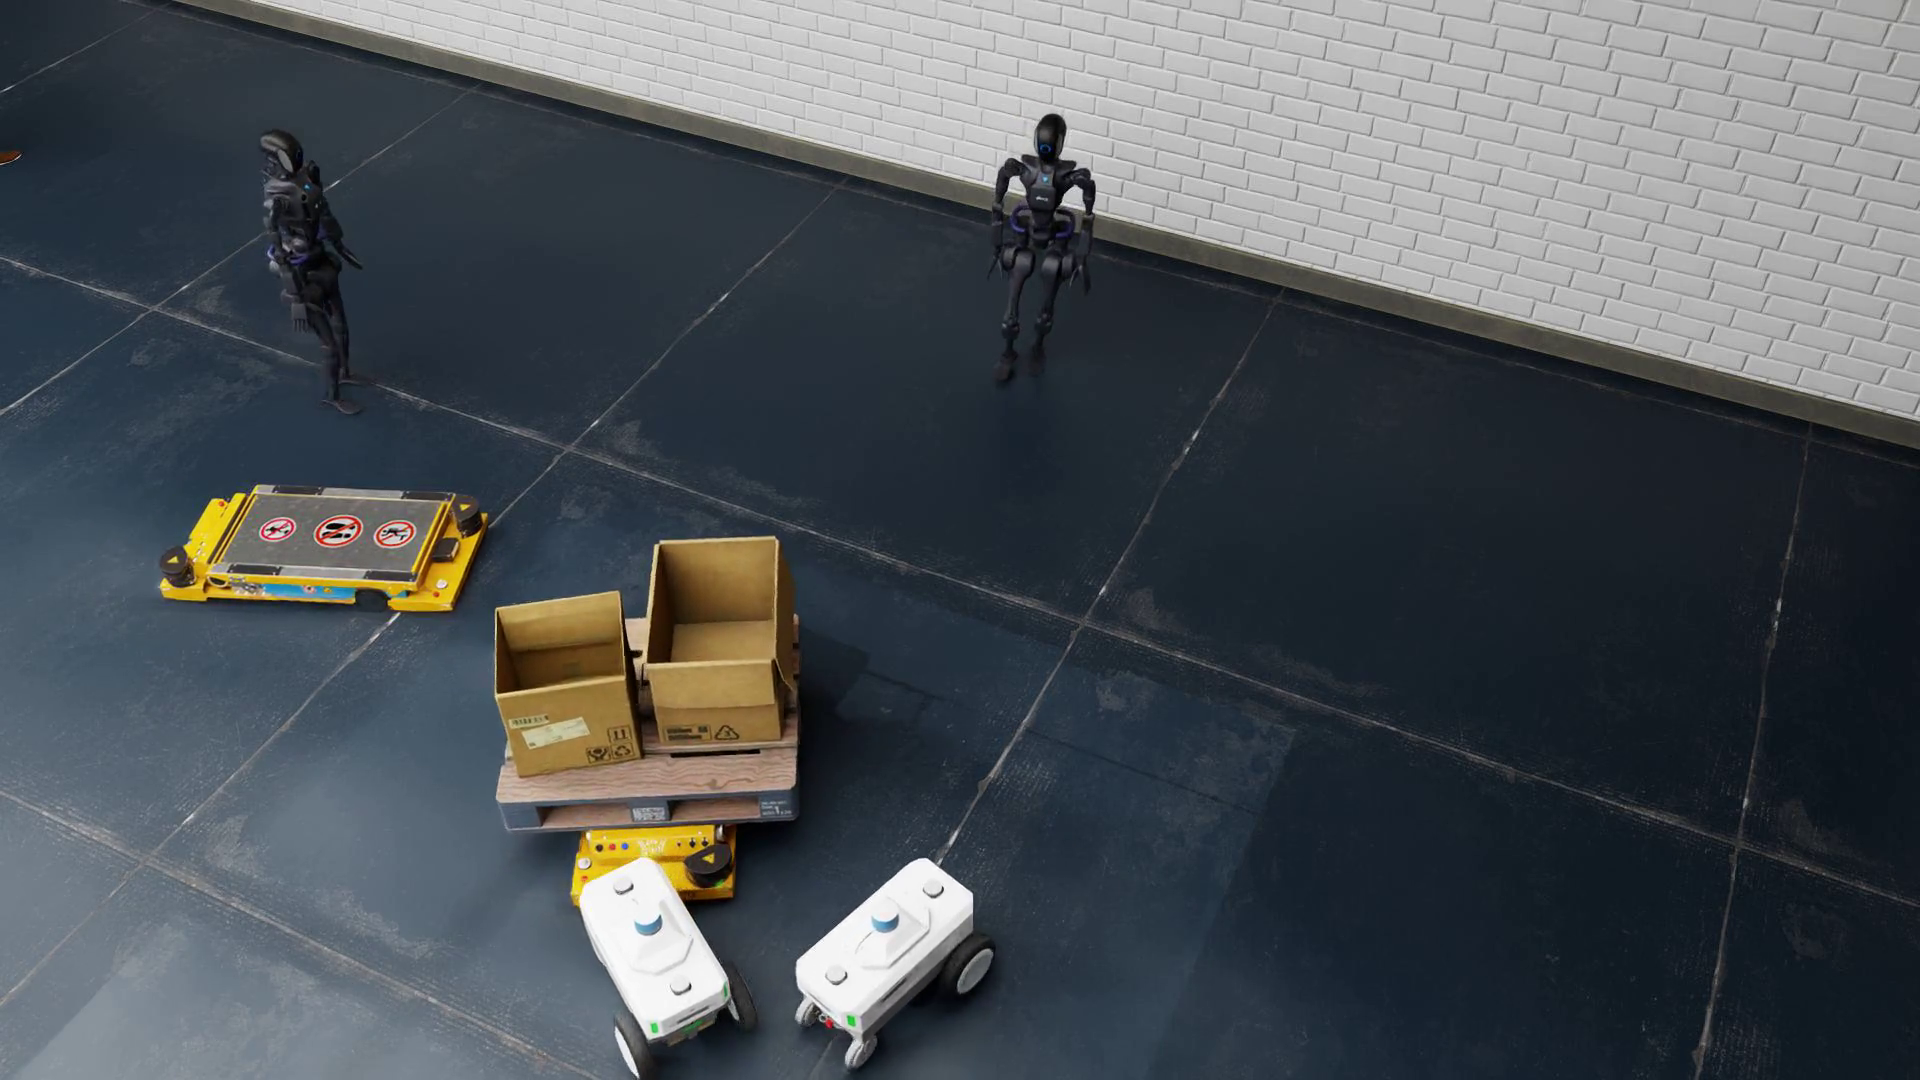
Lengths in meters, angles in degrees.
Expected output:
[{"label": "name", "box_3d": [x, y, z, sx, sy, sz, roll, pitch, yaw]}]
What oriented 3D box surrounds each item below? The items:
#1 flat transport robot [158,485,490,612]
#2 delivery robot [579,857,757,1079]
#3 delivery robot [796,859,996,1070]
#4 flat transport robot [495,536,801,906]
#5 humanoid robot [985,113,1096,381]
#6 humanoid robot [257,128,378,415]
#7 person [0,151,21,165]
[{"label": "flat transport robot", "box_3d": [-3.126, 0.038, 8.214, 1.431, 0.231, 0.659, 3, 43, 3]}, {"label": "delivery robot", "box_3d": [-1.153, 1.592, 6.321, 0.499, 0.587, 0.788, -23, 48, -23]}, {"label": "delivery robot", "box_3d": [-0.258, 1.570, 6.355, 0.499, 0.601, 0.775, 32, 52, 30]}, {"label": "flat transport robot", "box_3d": [-1.284, 0.935, 7.246, 0.659, 0.231, 1.431, -2, 43, -3]}, {"label": "humanoid robot", "box_3d": [0.423, -1.566, 8.914, 0.584, 1.646, 0.383, 6, 43, 6]}, {"label": "humanoid robot", "box_3d": [-3.398, -1.429, 8.759, 0.322, 1.651, 0.591, 7, 43, 8]}, {"label": "person", "box_3d": [-6.563, -3.175, 10.676, 0.504, 1.631, 0.279, 19, 46, 19]}]
